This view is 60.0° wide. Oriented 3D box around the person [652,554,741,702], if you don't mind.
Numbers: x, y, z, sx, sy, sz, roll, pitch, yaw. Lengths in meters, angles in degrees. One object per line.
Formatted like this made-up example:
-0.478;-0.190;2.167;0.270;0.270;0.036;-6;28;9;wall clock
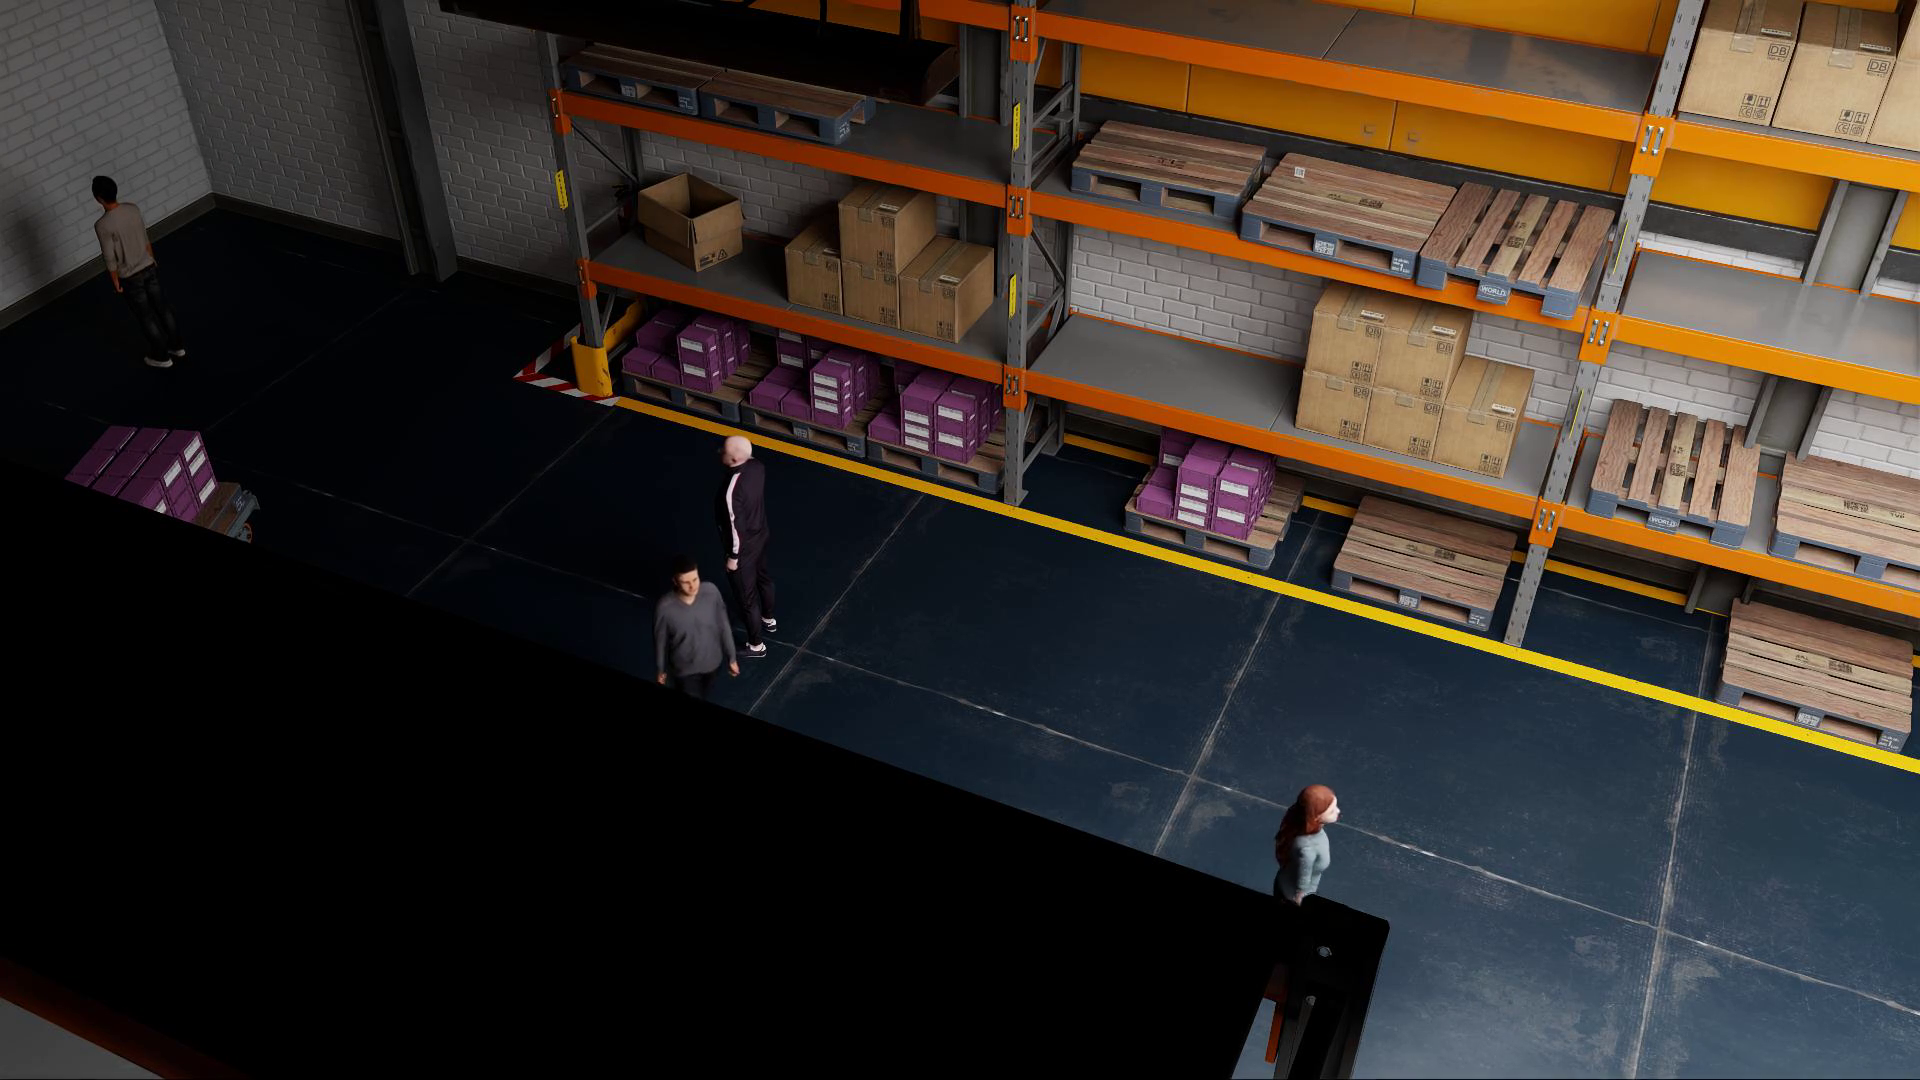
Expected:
-1.744;0.758;10.800;1.014;1.717;1.210;-23;44;-26;person

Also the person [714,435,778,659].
-1.483;0.026;11.620;0.642;1.837;0.711;8;39;10;person

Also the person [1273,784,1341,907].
1.792;1.968;9.273;0.772;1.732;0.690;5;39;6;person

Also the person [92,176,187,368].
-7.240;-2.371;14.643;0.523;1.809;0.625;16;41;19;person
